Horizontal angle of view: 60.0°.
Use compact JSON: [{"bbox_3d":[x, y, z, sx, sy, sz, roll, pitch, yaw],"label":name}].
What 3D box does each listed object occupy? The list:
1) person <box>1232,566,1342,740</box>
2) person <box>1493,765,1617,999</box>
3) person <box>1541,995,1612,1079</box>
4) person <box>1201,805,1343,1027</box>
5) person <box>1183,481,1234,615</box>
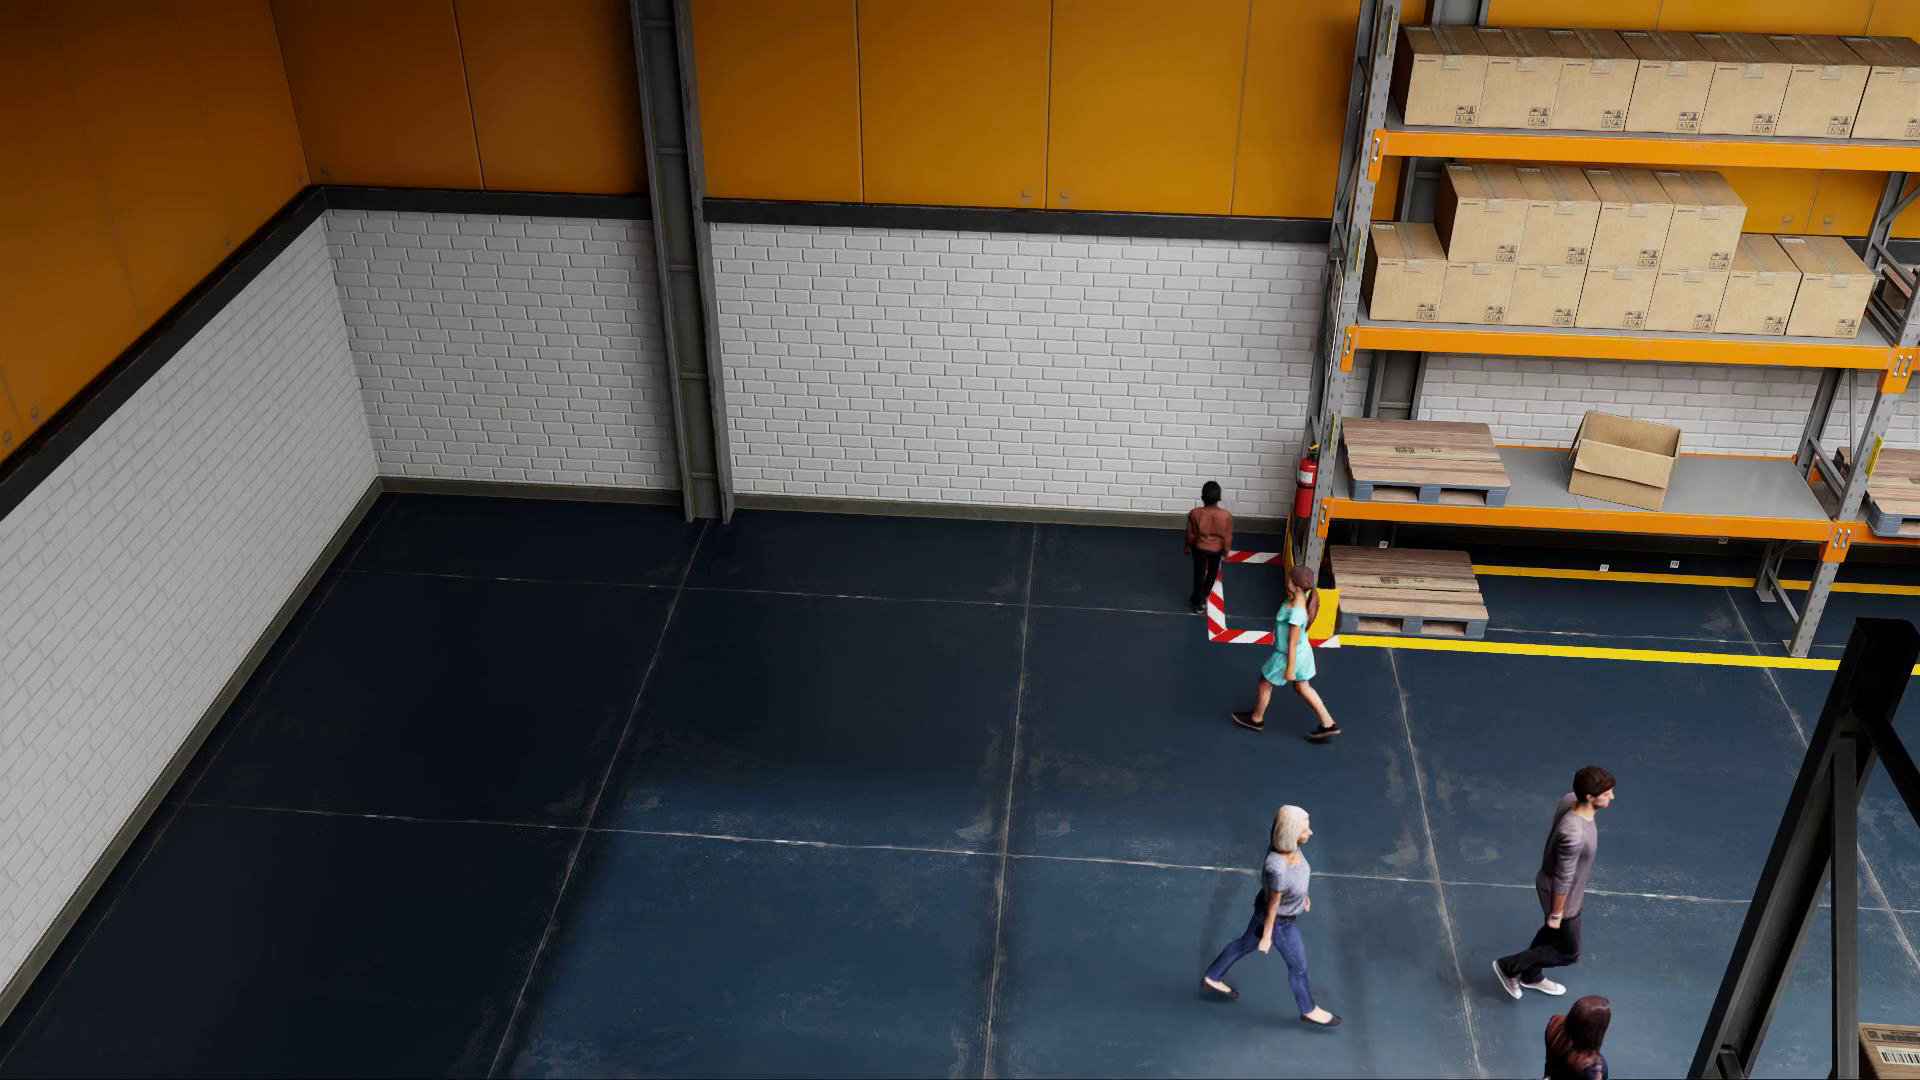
[{"bbox_3d":[2.528,0.869,12.304,1.125,1.531,0.827,16,37,23],"label":"person"},{"bbox_3d":[3.586,2.112,10.156,0.803,1.839,0.790,11,35,17],"label":"person"},{"bbox_3d":[3.230,3.060,8.949,0.881,1.596,0.738,-6,34,-9],"label":"person"},{"bbox_3d":[1.834,2.252,10.089,1.149,1.680,0.716,8,35,12],"label":"person"},{"bbox_3d":[2.052,0.082,13.745,0.510,1.246,0.600,2,34,4],"label":"person"}]
